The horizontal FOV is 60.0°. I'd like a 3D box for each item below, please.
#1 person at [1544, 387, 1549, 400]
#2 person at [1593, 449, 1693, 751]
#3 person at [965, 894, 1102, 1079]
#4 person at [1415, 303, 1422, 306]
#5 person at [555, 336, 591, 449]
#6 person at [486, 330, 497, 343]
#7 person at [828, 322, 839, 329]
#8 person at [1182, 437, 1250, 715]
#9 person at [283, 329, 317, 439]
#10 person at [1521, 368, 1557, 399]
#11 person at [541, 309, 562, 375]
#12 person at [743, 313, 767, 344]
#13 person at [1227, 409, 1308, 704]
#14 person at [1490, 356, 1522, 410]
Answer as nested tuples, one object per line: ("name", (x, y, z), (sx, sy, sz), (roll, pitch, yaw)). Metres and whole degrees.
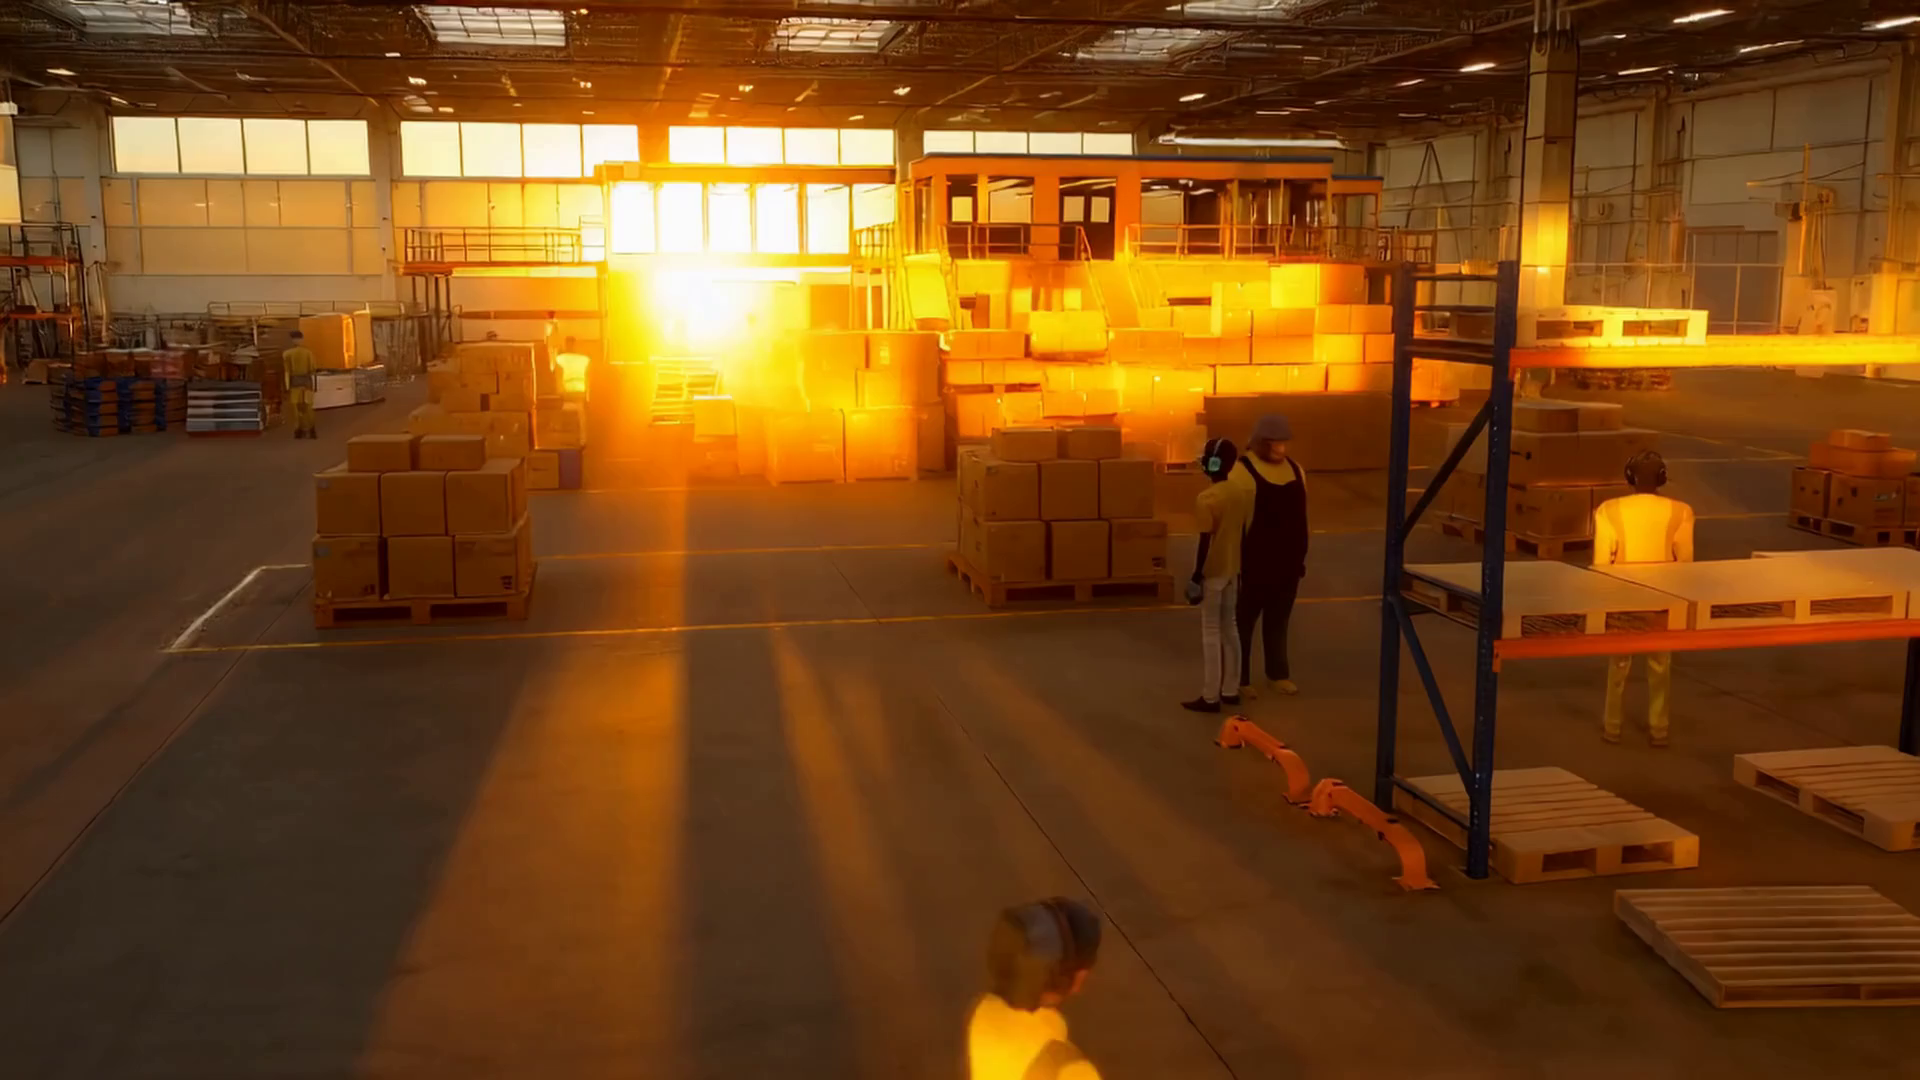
("person", (12.933, -3.929, 37.031), (0.490, 1.743, 0.324), (-7, 12, -38))
("person", (4.238, 0.374, 10.367), (0.572, 1.886, 0.358), (3, 10, 19))
("person", (0.181, 1.594, 3.744), (0.384, 1.624, 0.521), (-3, 10, -20))
("person", (13.467, -5.971, 48.849), (0.605, 1.949, 0.401), (-5, 10, -26))
("person", (-6.423, -2.446, 27.628), (0.614, 1.859, 1.022), (-6, 11, -31))
("person", (-9.522, -3.442, 34.109), (0.526, 1.736, 0.798), (1, 9, 4))
("person", (-2.623, -3.700, 35.349), (0.860, 1.835, 0.547), (0, 9, -3))
("person", (1.723, 0.245, 11.213), (0.542, 1.871, 0.319), (-9, 13, -42))
("person", (-11.556, -2.730, 29.135), (0.552, 1.934, 0.373), (-7, 11, -35))
("person", (10.415, -2.821, 29.789), (0.685, 1.903, 0.644), (-1, 9, -9))
("person", (-11.542, -5.566, 46.767), (0.549, 1.818, 0.785), (-9, 13, -44))
("person", (-4.955, -4.500, 39.995), (0.625, 1.913, 1.002), (5, 11, 29))
("person", (2.156, 0.107, 11.527), (0.686, 2.000, 0.538), (-5, 11, -28))
("person", (9.735, -2.767, 29.708), (0.663, 1.823, 0.439), (-3, 10, -17))
